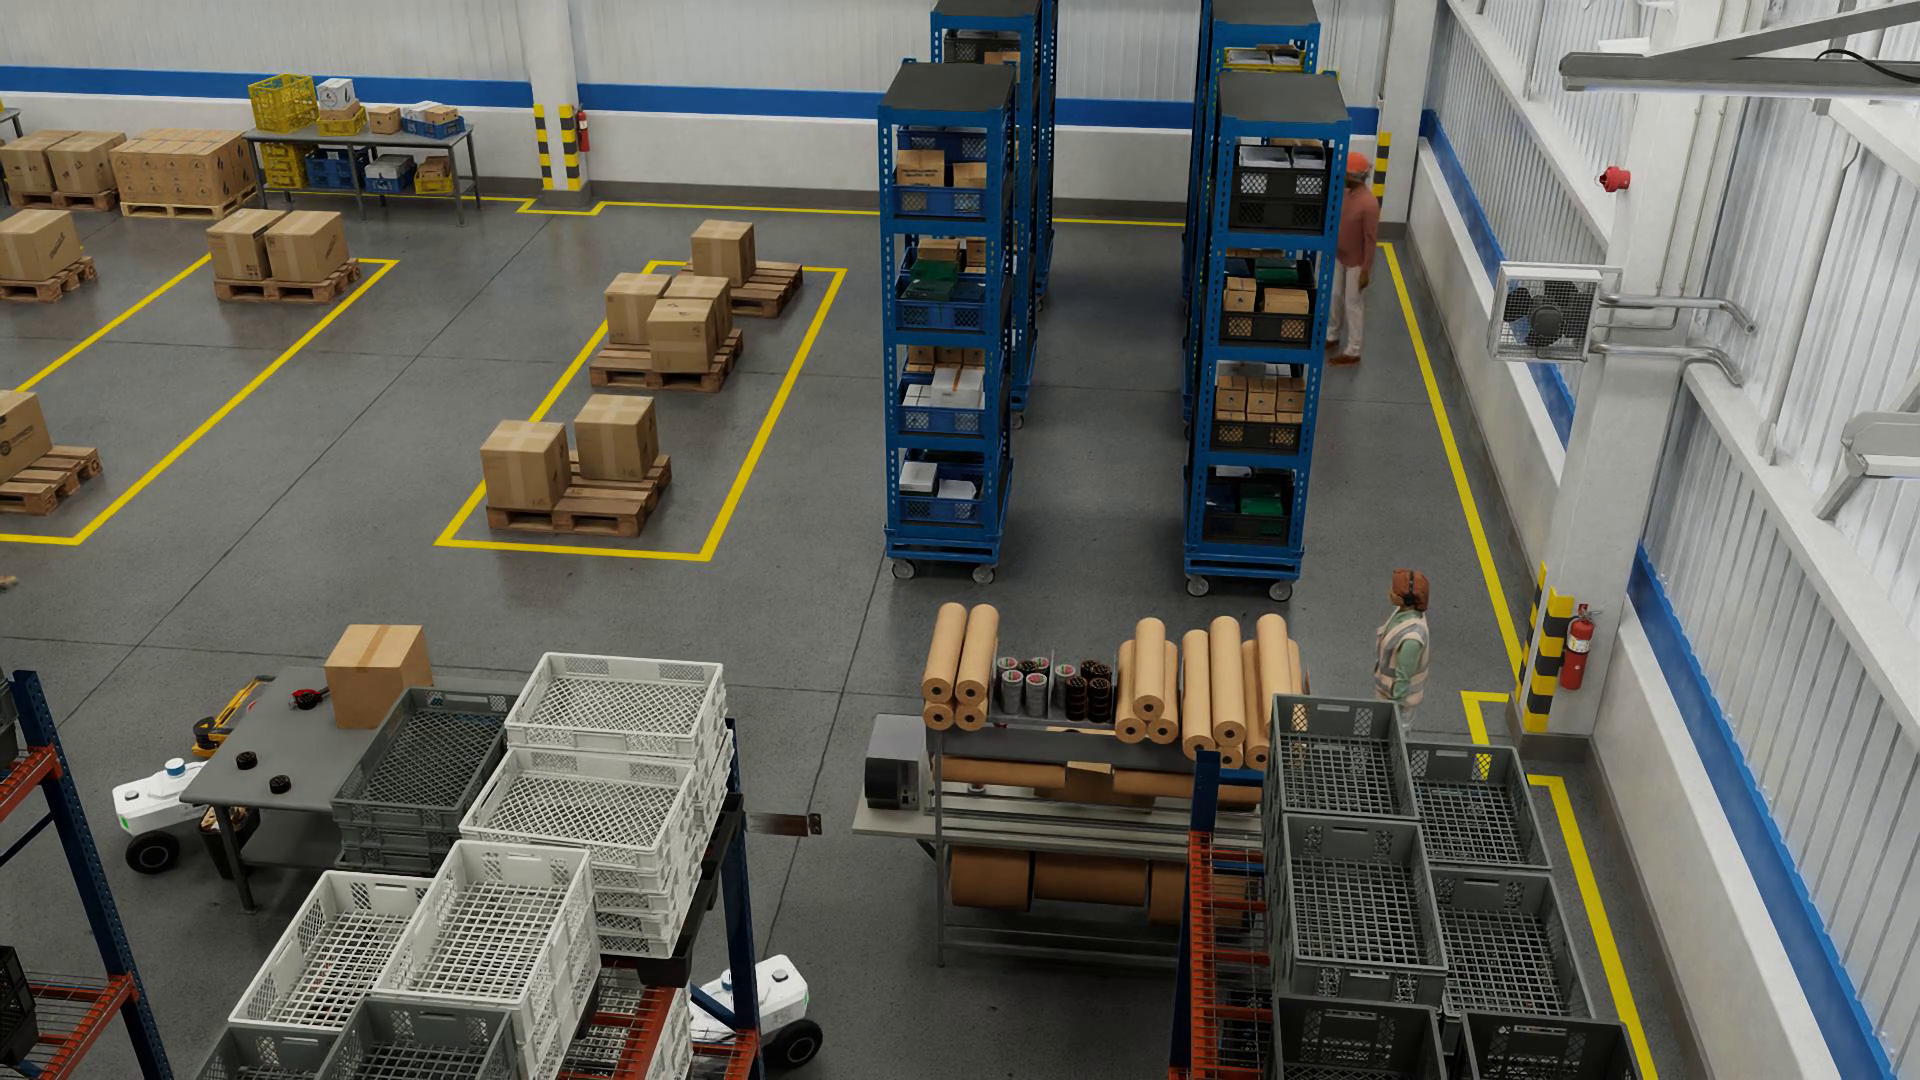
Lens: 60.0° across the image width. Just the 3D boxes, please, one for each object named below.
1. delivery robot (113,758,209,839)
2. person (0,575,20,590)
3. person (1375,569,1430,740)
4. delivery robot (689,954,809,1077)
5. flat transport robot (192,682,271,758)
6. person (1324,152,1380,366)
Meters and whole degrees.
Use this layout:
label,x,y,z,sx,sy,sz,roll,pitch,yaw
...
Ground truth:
label,x,y,z,sx,sy,sz,roll,pitch,yaw
delivery robot,-4.529,1.493,9.711,0.707,0.478,0.477,-16,34,-25
person,-7.142,-0.264,11.703,0.689,1.668,0.558,-9,32,-16
person,2.570,0.892,9.771,0.312,1.633,0.519,5,31,8
delivery robot,-1.121,2.340,8.256,0.707,0.478,0.477,-18,35,-27
flat transport robot,-4.089,1.163,10.648,1.431,0.197,0.652,3,30,6
person,3.629,-2.625,15.468,0.399,1.989,0.622,-9,31,-14
